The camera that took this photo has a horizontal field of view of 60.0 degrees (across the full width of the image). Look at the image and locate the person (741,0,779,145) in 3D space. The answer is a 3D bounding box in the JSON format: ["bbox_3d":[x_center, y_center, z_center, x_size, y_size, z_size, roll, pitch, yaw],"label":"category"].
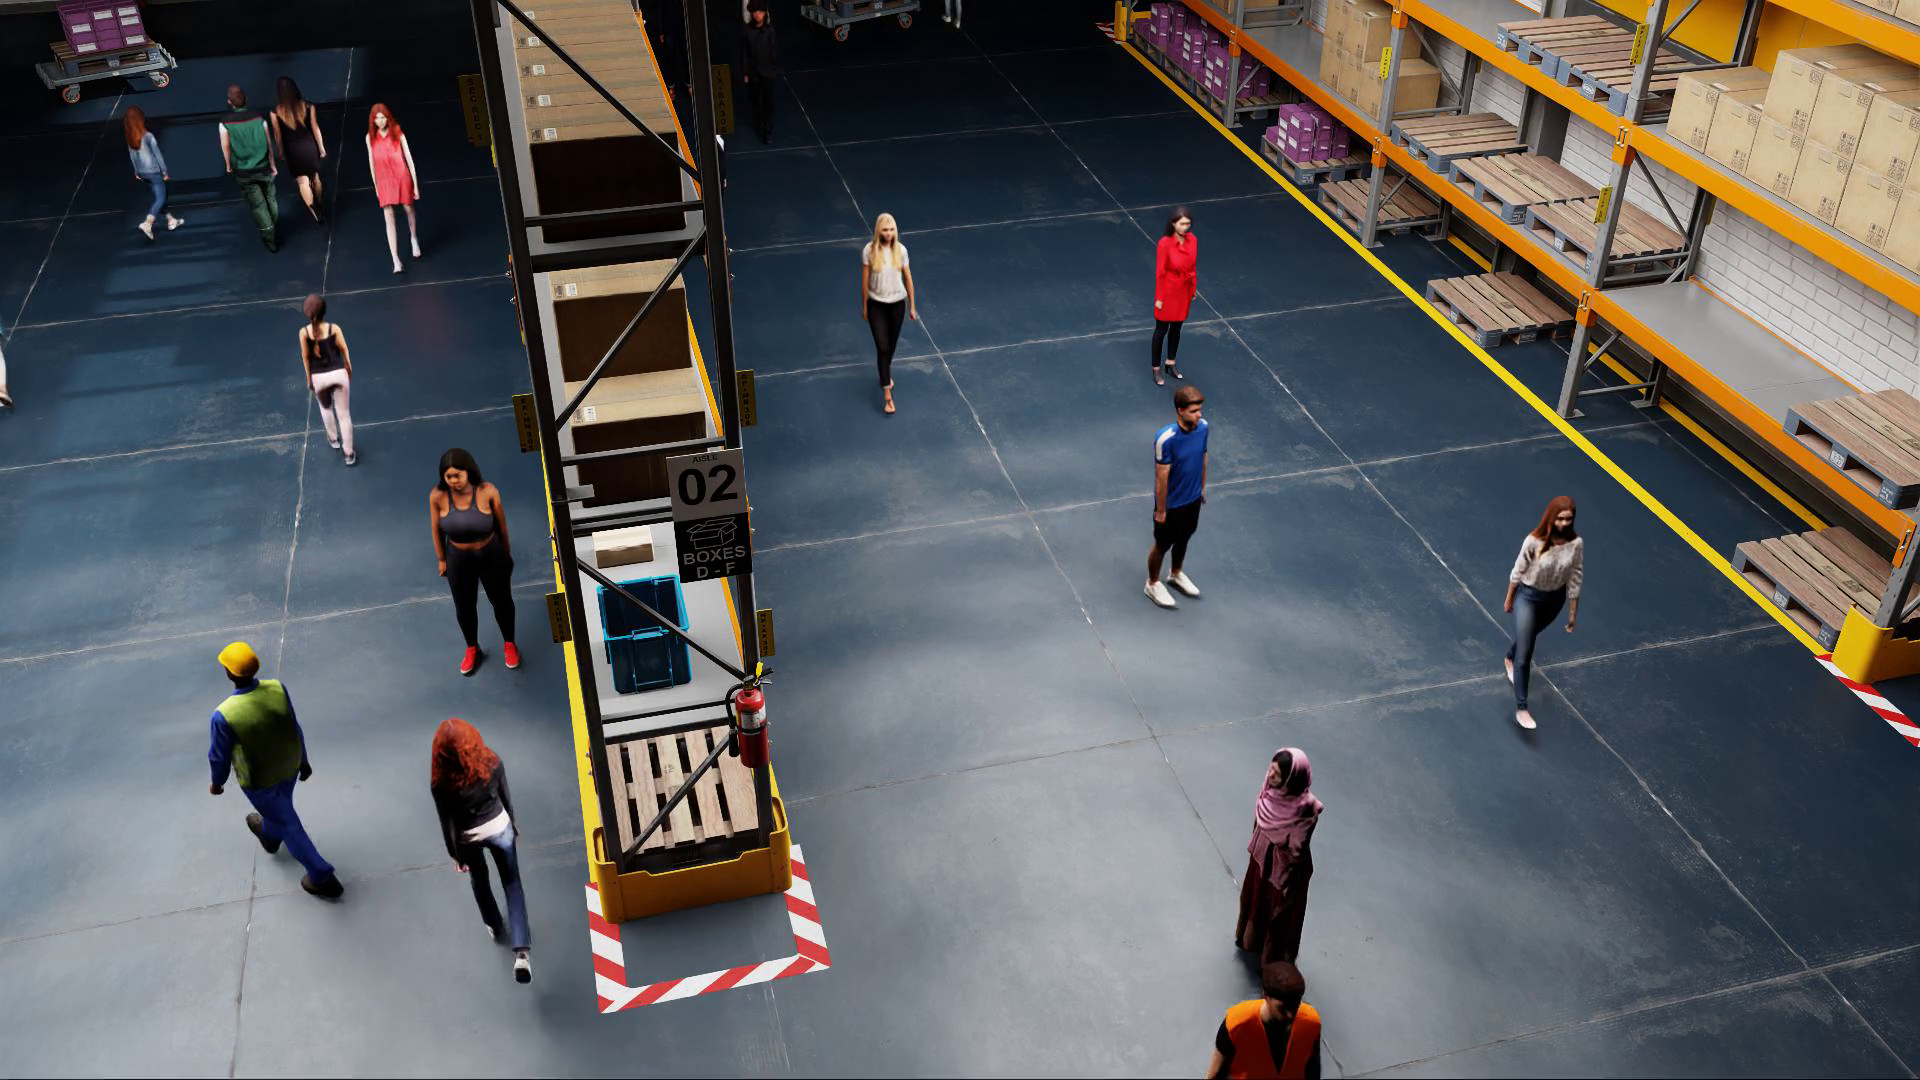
[{"bbox_3d":[-2.550,-5.979,21.062,0.723,1.757,1.135,-4,34,-6],"label":"person"}]

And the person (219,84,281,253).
[{"bbox_3d":[-7.662,-4.006,18.038,0.818,1.819,1.028,-18,38,-25],"label":"person"}]

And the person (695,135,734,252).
[{"bbox_3d":[-2.671,-3.868,17.933,0.748,1.706,0.639,9,35,13],"label":"person"}]

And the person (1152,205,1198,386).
[{"bbox_3d":[1.991,-2.294,15.525,0.687,1.750,0.701,-19,38,-26],"label":"person"}]

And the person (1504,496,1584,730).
[{"bbox_3d":[4.006,0.386,11.558,0.788,1.678,1.176,0,34,0],"label":"person"}]

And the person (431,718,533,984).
[{"bbox_3d":[-2.669,1.764,9.404,0.710,1.767,1.117,-15,36,-21],"label":"person"}]

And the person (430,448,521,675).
[{"bbox_3d":[-3.442,0.125,11.826,0.691,1.815,0.626,-6,34,-8],"label":"person"}]

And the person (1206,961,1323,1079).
[{"bbox_3d":[1.398,2.627,8.011,0.713,1.872,0.693,-7,34,-11],"label":"person"}]

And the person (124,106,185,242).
[{"bbox_3d":[-9.014,-4.048,18.427,0.880,1.460,1.010,11,35,16],"label":"person"}]

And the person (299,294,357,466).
[{"bbox_3d":[-5.408,-1.347,14.290,0.595,1.540,0.835,-12,35,-17],"label":"person"}]

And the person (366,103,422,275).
[{"bbox_3d":[-6.004,-3.789,17.744,0.652,1.783,1.114,-7,34,-10],"label":"person"}]

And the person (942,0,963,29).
[{"bbox_3d":[-0.097,-8.384,25.108,0.594,1.284,0.744,-9,35,-14],"label":"person"}]

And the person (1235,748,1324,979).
[{"bbox_3d":[1.825,1.806,9.463,0.762,1.633,0.566,-12,35,-18],"label":"person"}]

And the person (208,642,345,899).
[{"bbox_3d":[-4.068,1.422,9.915,1.243,1.772,1.161,19,38,26],"label":"person"}]

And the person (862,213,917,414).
[{"bbox_3d":[-0.687,-2.163,15.287,0.632,1.796,0.982,-9,35,-13],"label":"person"}]

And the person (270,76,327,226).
[{"bbox_3d":[-7.314,-4.282,18.567,0.814,1.693,1.058,-18,38,-25],"label":"person"}]

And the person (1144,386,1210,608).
[{"bbox_3d":[1.627,-0.357,12.510,0.727,1.862,0.719,-24,41,-32],"label":"person"}]

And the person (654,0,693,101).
[{"bbox_3d":[-3.802,-6.839,22.302,0.681,1.817,0.577,-9,35,-13],"label":"person"}]
